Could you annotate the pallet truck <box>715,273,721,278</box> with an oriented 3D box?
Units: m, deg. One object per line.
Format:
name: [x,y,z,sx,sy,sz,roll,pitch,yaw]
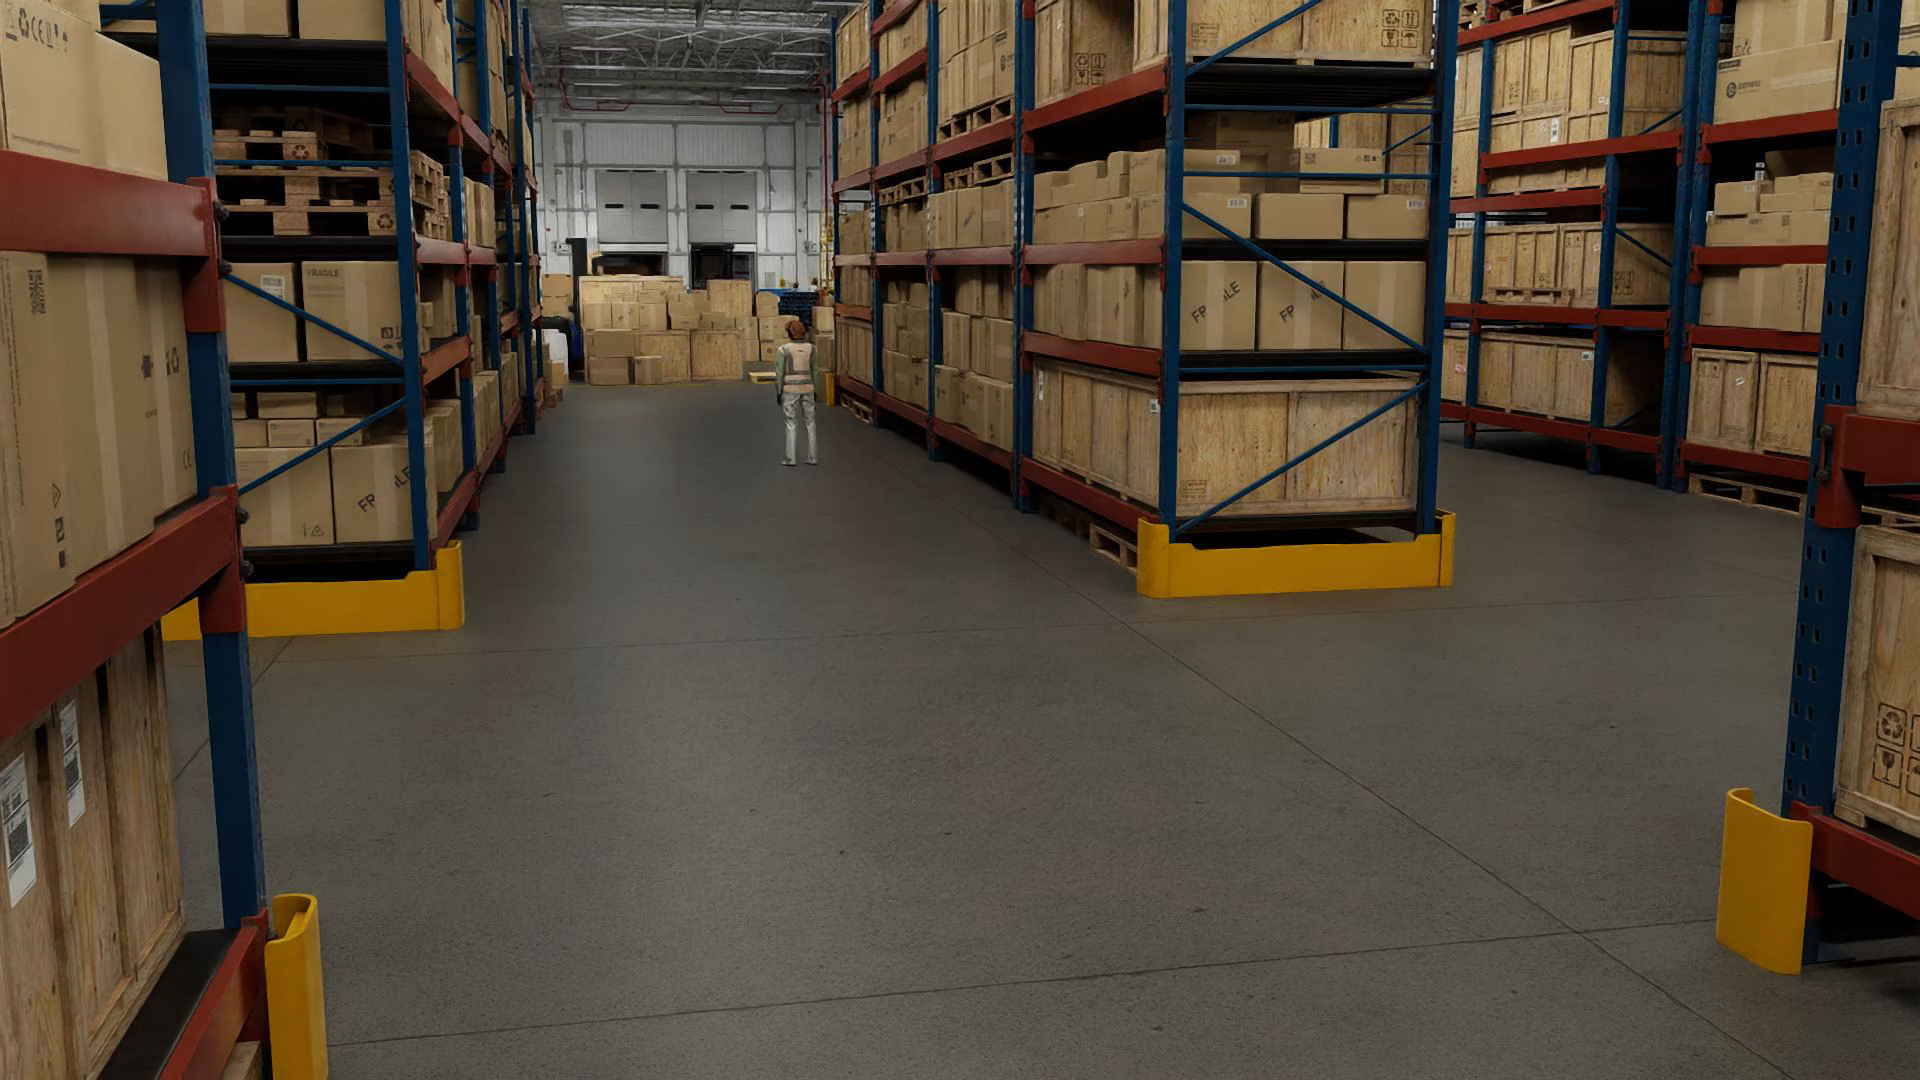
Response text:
pallet truck: [-8.580,-8.986,62.280,1.885,1.965,0.823,1,9,5]

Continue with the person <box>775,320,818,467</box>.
person: [-1.812,-1.635,18.604,0.512,1.630,0.317,-5,11,-30]

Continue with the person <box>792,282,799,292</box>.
person: [-6.691,-9.622,67.309,0.602,1.613,0.521,-3,10,-20]

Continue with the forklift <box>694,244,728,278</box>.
forklift: [-6.612,-6.479,44.317,1.129,2.768,1.873,-2,10,-12]

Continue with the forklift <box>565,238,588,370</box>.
forklift: [-8.014,-4.966,35.095,1.873,2.768,1.129,-2,10,-12]

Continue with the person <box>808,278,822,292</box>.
person: [-5.362,-8.783,61.590,0.652,1.830,0.996,2,10,12]
